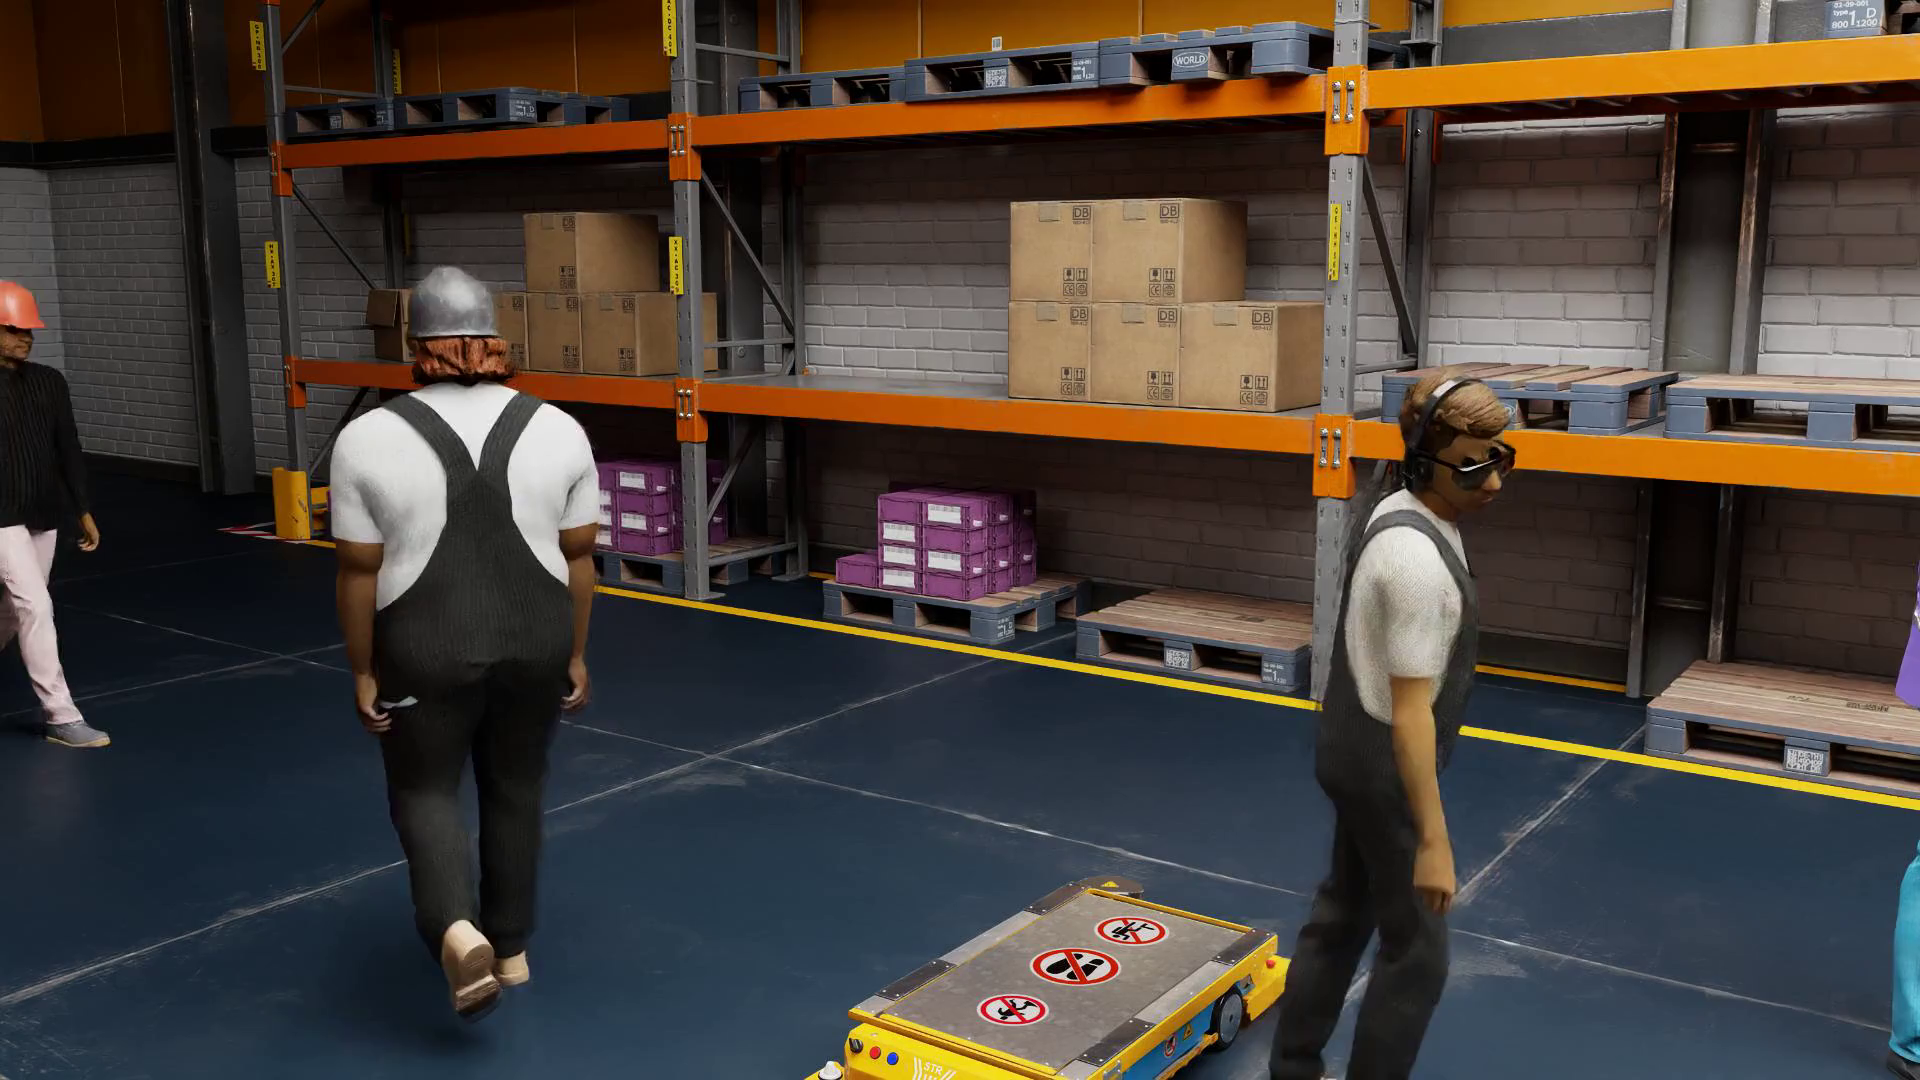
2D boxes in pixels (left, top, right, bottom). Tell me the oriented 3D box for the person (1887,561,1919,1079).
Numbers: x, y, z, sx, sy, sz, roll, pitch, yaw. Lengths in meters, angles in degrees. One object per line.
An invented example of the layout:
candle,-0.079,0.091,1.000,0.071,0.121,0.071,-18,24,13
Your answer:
person,2.503,0.434,4.032,0.567,1.846,0.389,-6,11,-33

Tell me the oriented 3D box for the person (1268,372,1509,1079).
person,0.893,0.534,3.595,0.479,1.802,0.618,2,10,11

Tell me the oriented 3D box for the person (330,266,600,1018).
person,-1.293,0.269,4.438,0.684,2.000,0.727,-5,11,-27

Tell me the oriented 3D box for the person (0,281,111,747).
person,-4.056,-0.115,7.039,0.976,1.956,0.639,3,10,20

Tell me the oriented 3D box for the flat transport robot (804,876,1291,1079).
flat transport robot,0.254,1.194,4.191,0.652,0.197,1.431,7,12,35
